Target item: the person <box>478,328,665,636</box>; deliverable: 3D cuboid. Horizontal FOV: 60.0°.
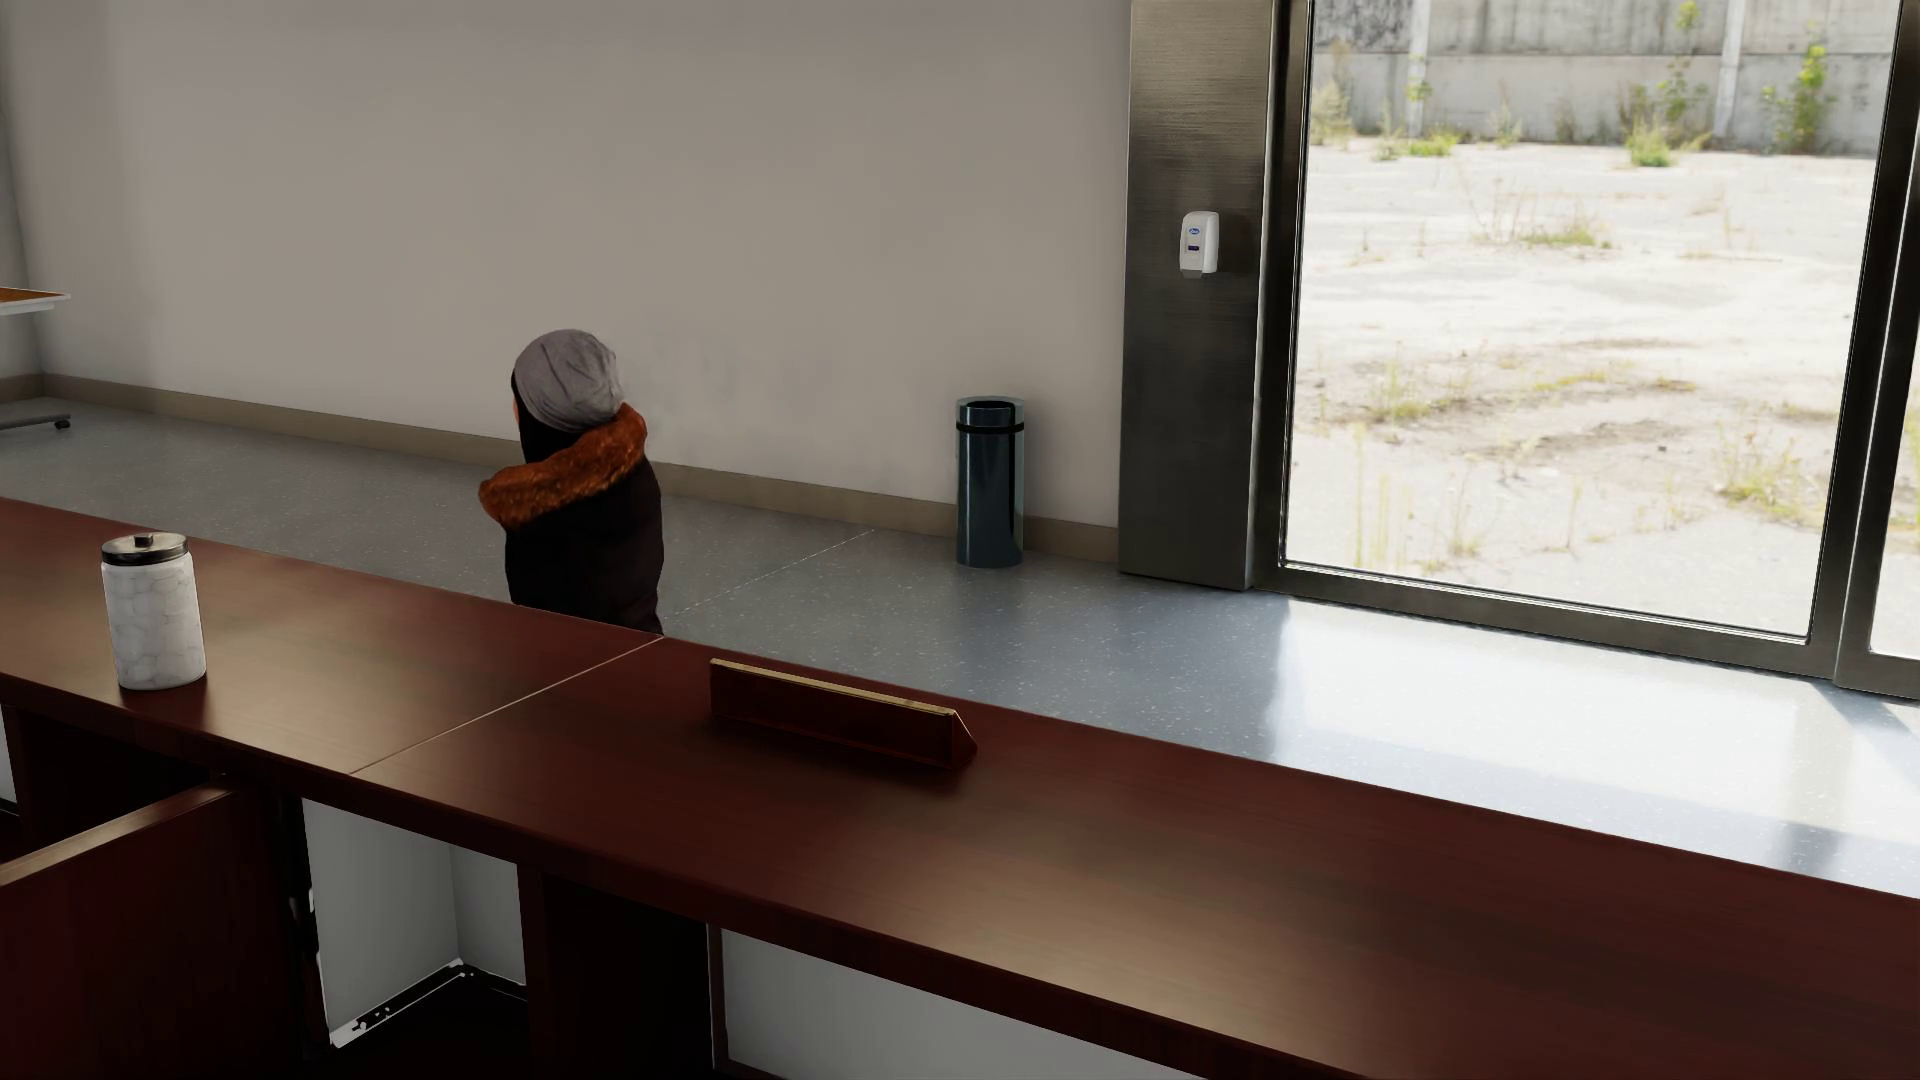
[{"bbox_3d":[-0.669,0.394,3.402,0.713,1.599,0.989,10,19,31],"label":"person"}]
